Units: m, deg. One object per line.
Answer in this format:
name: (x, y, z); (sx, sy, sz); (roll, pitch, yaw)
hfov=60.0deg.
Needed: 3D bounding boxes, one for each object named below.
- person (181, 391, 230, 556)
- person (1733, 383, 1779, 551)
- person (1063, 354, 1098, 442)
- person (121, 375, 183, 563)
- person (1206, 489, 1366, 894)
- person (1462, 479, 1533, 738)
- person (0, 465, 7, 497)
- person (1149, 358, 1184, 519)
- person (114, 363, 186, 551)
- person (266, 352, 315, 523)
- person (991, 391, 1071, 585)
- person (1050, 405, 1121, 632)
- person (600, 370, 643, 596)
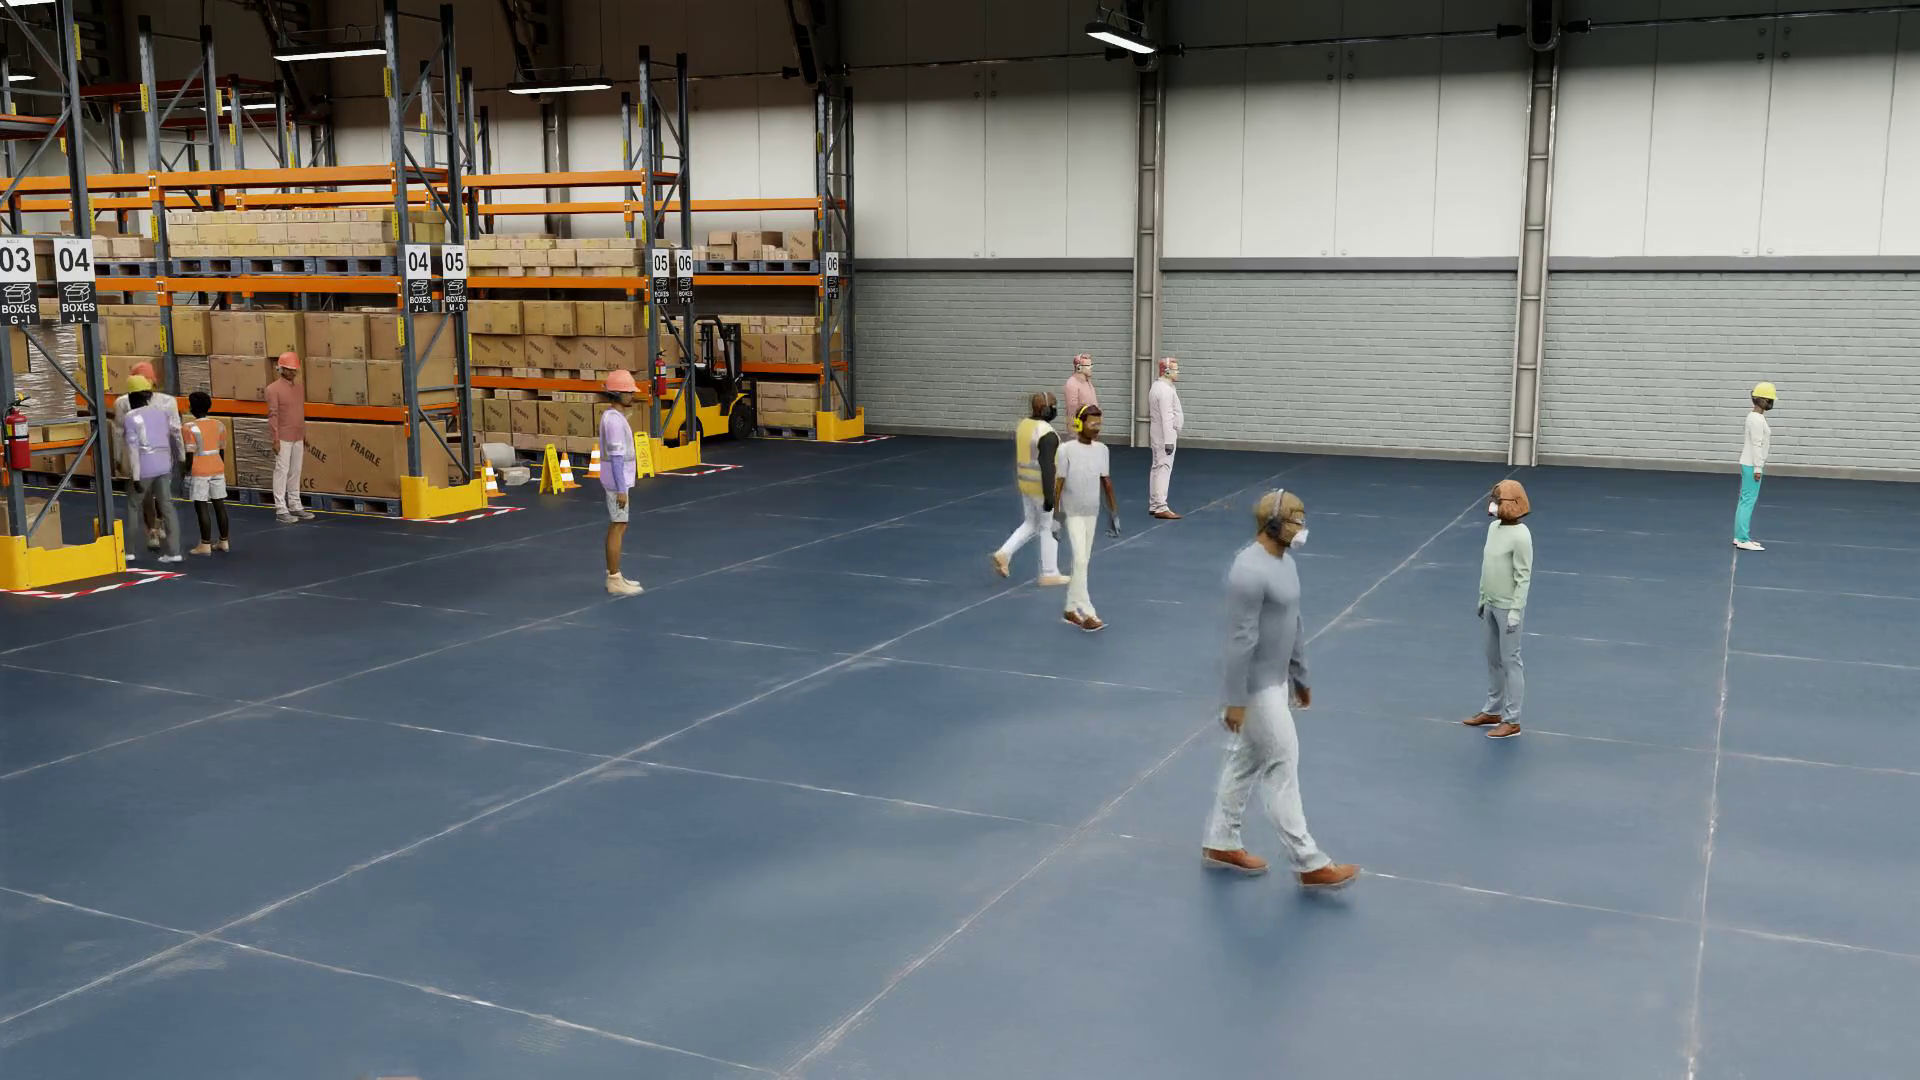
person: (-7.796, -0.686, 17.167); (0.315, 1.696, 0.541); (3, 10, 21)
person: (8.388, -0.773, 17.509); (0.326, 1.762, 0.533); (3, 10, 20)
person: (1.509, -1.338, 20.531); (0.409, 1.908, 0.639); (4, 10, 21)
person: (-8.221, -0.705, 16.710); (0.901, 1.888, 0.606); (4, 10, 21)
person: (1.566, 0.714, 7.931); (0.825, 1.907, 0.657); (4, 10, 24)
person: (3.427, 0.428, 10.526); (0.286, 1.636, 0.499); (-2, 9, -9)
person: (-10.451, -0.949, 17.948); (0.695, 1.971, 0.620); (5, 10, 28)
person: (2.452, -1.208, 19.734); (0.403, 1.906, 0.651); (-1, 9, -4)
person: (-8.623, -0.910, 17.734); (0.655, 1.975, 1.075); (-5, 11, -30)
person: (-7.825, -1.203, 19.450); (0.401, 1.986, 0.612); (2, 10, 15)
person: (0.679, -0.471, 15.448); (0.666, 1.828, 0.631); (-4, 10, -25)
person: (1.084, -0.168, 13.538); (0.562, 1.841, 0.768); (-6, 11, -33)
person: (-3.064, -0.519, 15.088); (0.391, 2.040, 0.615); (-2, 10, -14)
